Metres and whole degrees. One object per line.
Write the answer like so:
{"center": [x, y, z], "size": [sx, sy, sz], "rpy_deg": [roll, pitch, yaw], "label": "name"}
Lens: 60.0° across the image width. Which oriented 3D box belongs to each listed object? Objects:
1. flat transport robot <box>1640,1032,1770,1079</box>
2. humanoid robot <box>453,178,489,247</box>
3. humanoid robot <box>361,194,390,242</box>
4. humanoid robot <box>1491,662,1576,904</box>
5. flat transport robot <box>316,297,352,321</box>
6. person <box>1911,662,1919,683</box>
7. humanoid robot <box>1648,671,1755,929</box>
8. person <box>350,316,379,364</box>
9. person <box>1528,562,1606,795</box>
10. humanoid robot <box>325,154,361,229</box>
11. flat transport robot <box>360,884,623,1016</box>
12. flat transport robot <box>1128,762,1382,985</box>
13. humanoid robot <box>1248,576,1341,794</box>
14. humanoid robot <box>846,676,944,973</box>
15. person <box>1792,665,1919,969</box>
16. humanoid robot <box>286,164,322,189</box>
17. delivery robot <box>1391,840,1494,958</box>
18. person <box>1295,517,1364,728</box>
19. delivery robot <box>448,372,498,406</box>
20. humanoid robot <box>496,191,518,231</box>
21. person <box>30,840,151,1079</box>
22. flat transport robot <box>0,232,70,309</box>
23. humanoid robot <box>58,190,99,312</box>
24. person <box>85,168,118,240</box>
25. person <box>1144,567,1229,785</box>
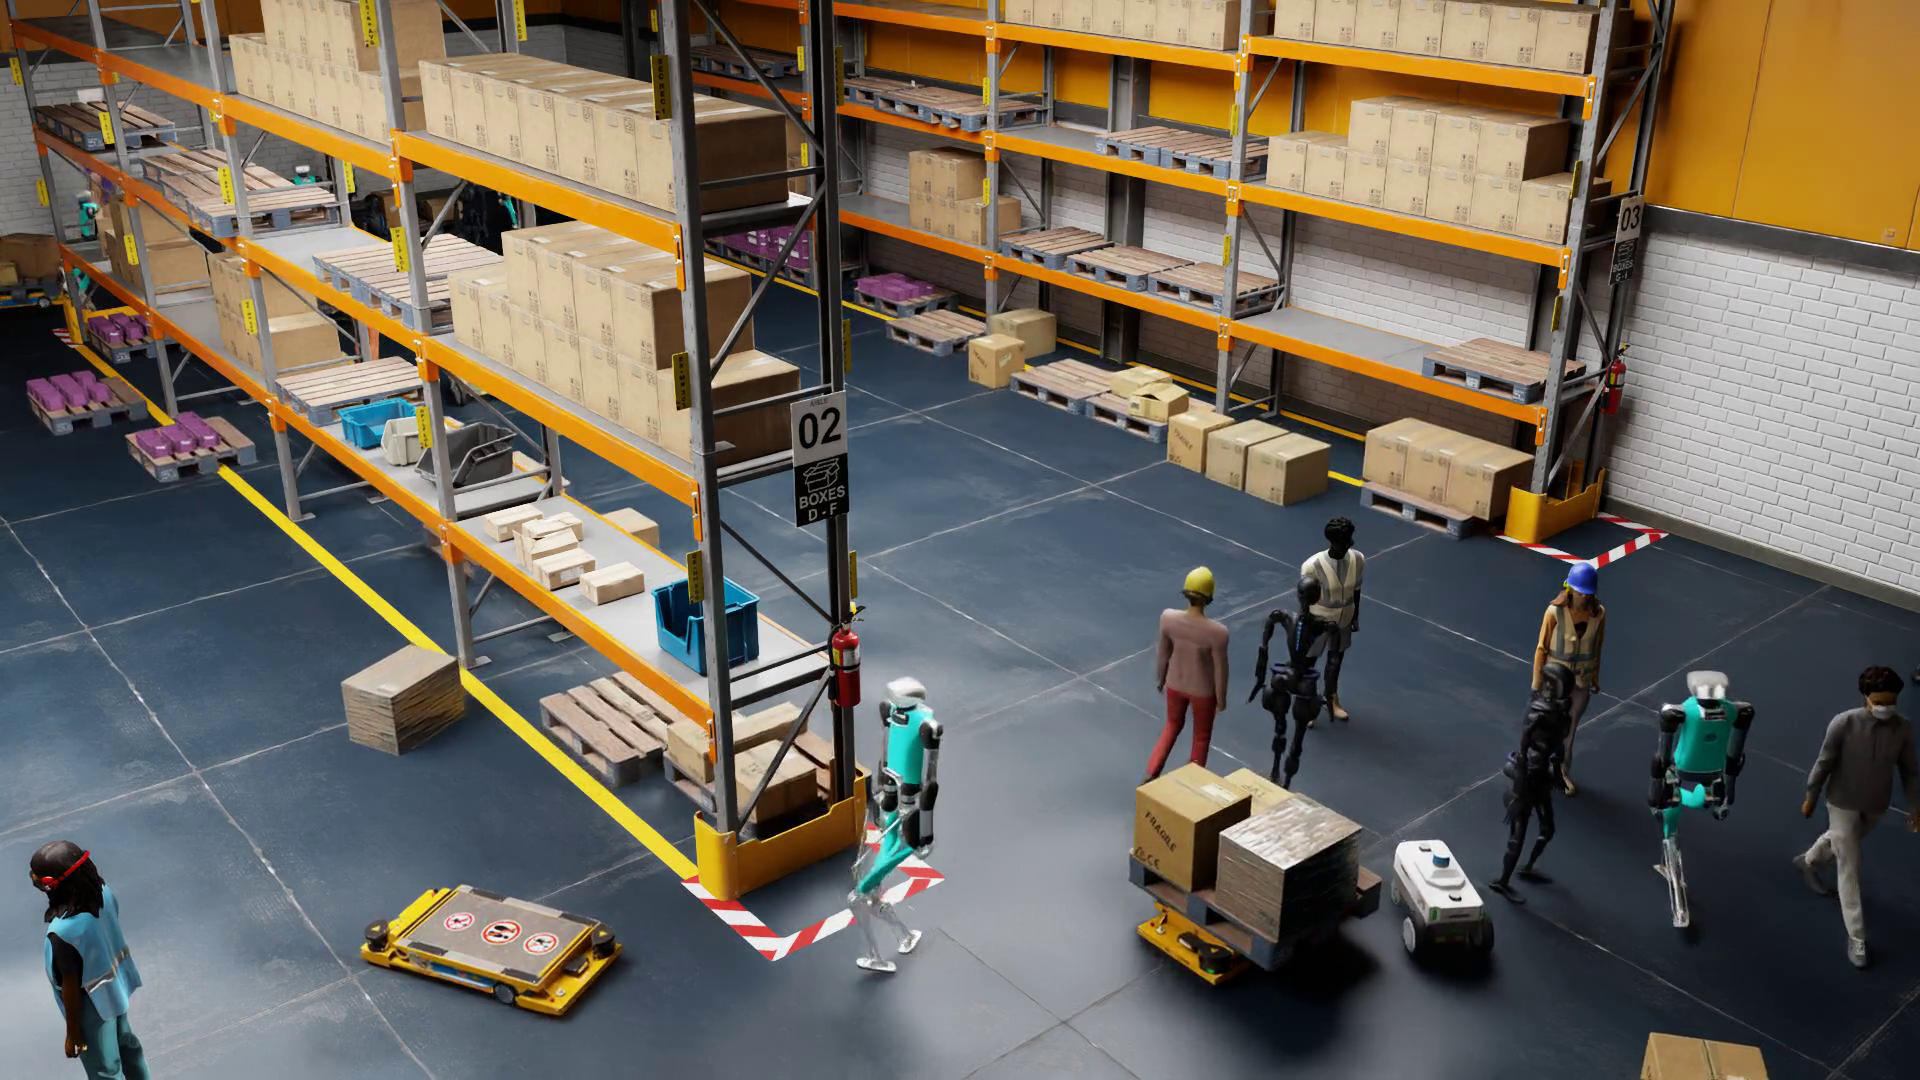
{"center": [3.786, 3.378, 7.820], "size": [1.431, 0.231, 0.659], "rpy_deg": [5, 24, 12], "label": "flat transport robot"}
{"center": [-7.296, -4.764, 24.921], "size": [0.600, 1.653, 0.382], "rpy_deg": [7, 24, 16], "label": "humanoid robot"}
{"center": [-8.118, -3.971, 23.100], "size": [0.610, 1.647, 0.591], "rpy_deg": [6, 24, 13], "label": "humanoid robot"}
{"center": [3.588, 1.501, 10.386], "size": [0.609, 1.644, 0.309], "rpy_deg": [-22, 31, -40], "label": "humanoid robot"}
{"center": [-8.439, -3.186, 23.021], "size": [1.431, 0.231, 0.659], "rpy_deg": [4, 24, 10], "label": "flat transport robot"}
{"center": [7.805, 0.261, 12.961], "size": [0.547, 1.923, 0.385], "rpy_deg": [15, 27, 30], "label": "person"}
{"center": [4.451, 1.504, 10.295], "size": [0.579, 1.742, 0.927], "rpy_deg": [1, 23, 3], "label": "humanoid robot"}
{"center": [-7.182, -2.725, 20.076], "size": [0.498, 1.759, 0.332], "rpy_deg": [14, 27, 29], "label": "person"}
{"center": [4.196, 0.964, 11.504], "size": [0.473, 1.777, 0.323], "rpy_deg": [-1, 23, -3], "label": "person"}
{"center": [-10.218, -5.882, 27.506], "size": [0.594, 1.631, 0.561], "rpy_deg": [10, 25, 22], "label": "humanoid robot"}
{"center": [-2.820, 2.435, 10.005], "size": [1.431, 0.231, 0.659], "rpy_deg": [9, 25, 20], "label": "flat transport robot"}
{"center": [1.847, 2.277, 10.371], "size": [1.431, 0.231, 0.659], "rpy_deg": [-18, 29, -35], "label": "flat transport robot"}
{"center": [2.302, 1.040, 11.479], "size": [0.604, 1.642, 0.419], "rpy_deg": [8, 25, 18], "label": "humanoid robot"}
{"center": [-0.512, 1.717, 9.799], "size": [0.871, 1.747, 0.583], "rpy_deg": [-17, 29, -34], "label": "humanoid robot"}
{"center": [5.456, 1.540, 10.089], "size": [0.588, 1.844, 1.000], "rpy_deg": [1, 23, 2], "label": "person"}
{"center": [-9.744, -4.743, 24.702], "size": [0.530, 1.739, 0.742], "rpy_deg": [-18, 29, -36], "label": "humanoid robot"}
{"center": [2.937, 2.196, 10.221], "size": [0.499, 0.614, 0.808], "rpy_deg": [-2, 23, -5], "label": "delivery robot"}
{"center": [2.762, 0.603, 12.457], "size": [0.534, 1.693, 0.321], "rpy_deg": [-9, 25, -20], "label": "person"}
{"center": [-5.812, -1.930, 19.773], "size": [0.512, 0.612, 0.783], "rpy_deg": [-15, 28, -31], "label": "delivery robot"}
{"center": [-7.010, -5.483, 26.543], "size": [0.534, 1.776, 0.975], "rpy_deg": [-21, 31, -40], "label": "humanoid robot"}
{"center": [-4.295, 2.316, 8.281], "size": [0.395, 1.862, 0.504], "rpy_deg": [-2, 23, -5], "label": "person"}
{"center": [-13.366, -3.450, 23.633], "size": [1.431, 0.231, 0.659], "rpy_deg": [-10, 25, -23], "label": "flat transport robot"}
{"center": [-12.021, -3.816, 22.680], "size": [0.724, 1.839, 0.530], "rpy_deg": [-16, 28, -32], "label": "humanoid robot"}
{"center": [-13.189, -5.158, 25.547], "size": [0.956, 1.891, 0.517], "rpy_deg": [-10, 25, -22], "label": "person"}
{"center": [1.572, 1.015, 11.422], "size": [0.534, 1.753, 0.540], "rpy_deg": [15, 28, 31], "label": "person"}
